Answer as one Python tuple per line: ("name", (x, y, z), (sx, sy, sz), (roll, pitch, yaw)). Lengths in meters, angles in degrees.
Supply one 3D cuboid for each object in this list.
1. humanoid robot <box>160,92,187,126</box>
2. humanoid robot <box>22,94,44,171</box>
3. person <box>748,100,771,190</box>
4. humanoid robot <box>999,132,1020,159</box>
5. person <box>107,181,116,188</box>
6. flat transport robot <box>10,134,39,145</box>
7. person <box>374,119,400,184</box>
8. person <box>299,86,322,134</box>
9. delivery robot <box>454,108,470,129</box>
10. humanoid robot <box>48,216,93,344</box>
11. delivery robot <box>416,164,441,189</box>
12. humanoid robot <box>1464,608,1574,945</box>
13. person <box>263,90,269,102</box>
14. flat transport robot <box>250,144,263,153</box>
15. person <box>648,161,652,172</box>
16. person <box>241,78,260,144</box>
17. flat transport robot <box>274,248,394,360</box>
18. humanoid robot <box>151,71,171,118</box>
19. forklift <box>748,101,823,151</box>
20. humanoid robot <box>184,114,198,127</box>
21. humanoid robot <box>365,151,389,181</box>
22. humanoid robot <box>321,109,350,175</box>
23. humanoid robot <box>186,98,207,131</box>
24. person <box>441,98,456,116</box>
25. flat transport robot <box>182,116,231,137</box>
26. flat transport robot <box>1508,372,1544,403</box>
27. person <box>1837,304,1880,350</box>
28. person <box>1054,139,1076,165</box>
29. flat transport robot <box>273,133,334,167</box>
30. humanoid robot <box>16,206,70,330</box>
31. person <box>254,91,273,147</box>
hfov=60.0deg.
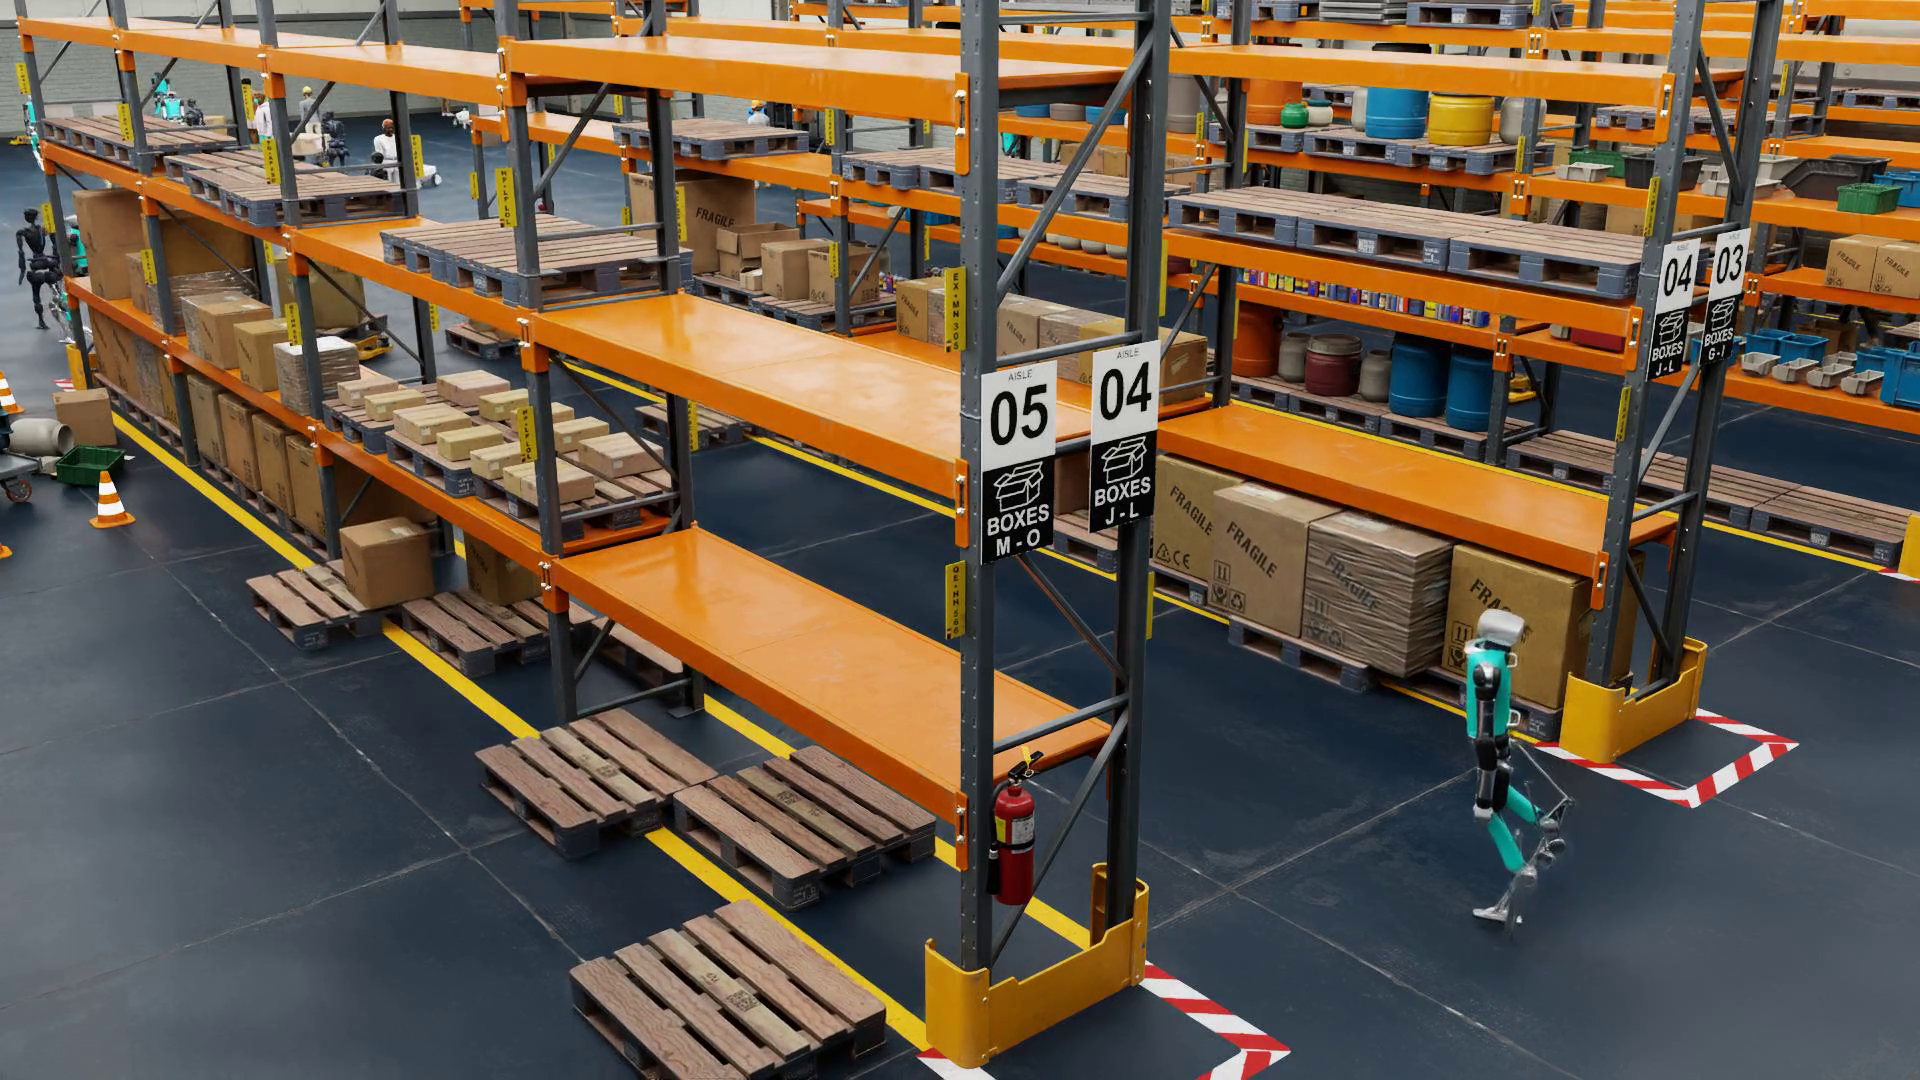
("humanoid robot", (-18.345, -9.555, 39.092), (0.543, 1.877, 0.789), (-16, 25, -38))
("humanoid robot", (-21.425, -9.421, 38.703), (0.543, 1.887, 0.786), (-11, 22, -28))
("person", (-4.295, -8.455, 35.563), (0.569, 1.889, 0.389), (-12, 22, -30))
("humanoid robot", (1.231, -7.505, 33.131), (0.932, 1.765, 0.543), (-16, 25, -38))
("person", (-15.892, -6.996, 31.466), (0.521, 1.844, 0.991), (3, 20, 8))
("flat transport robot", (-24.384, -10.640, 44.216), (1.431, 0.231, 0.659), (2, 19, 5))
("person", (-10.720, -6.988, 31.408), (0.566, 1.878, 0.353), (-14, 24, -35))
("person", (-15.838, -10.175, 40.641), (0.522, 1.765, 0.318), (-16, 25, -38))
("delivery robot", (-14.376, -12.244, 48.321), (0.499, 0.575, 0.750), (-12, 23, -31))
("humanoid robot", (-11.168, -3.190, 20.837), (1.028, 1.739, 0.537), (0, 19, 1))
("delivery robot", (-11.658, -7.908, 35.992), (0.499, 0.581, 0.767), (7, 21, 19))
("humanoid robot", (2.812, 1.260, 8.279), (0.733, 1.883, 0.555), (6, 20, 18))
("person", (-18.563, -11.586, 44.753), (0.321, 1.695, 0.536), (-7, 20, -18))
("flat transport robot", (-17.799, -9.833, 41.922), (1.431, 0.231, 0.659), (2, 19, 7))
("person", (-6.034, -7.597, 33.351), (0.471, 1.735, 0.326), (-2, 19, -6))
("person", (-18.014, -10.822, 42.368), (0.789, 1.843, 0.418), (8, 21, 22))
("flat transport robot", (-7.929, -2.434, 20.863), (1.431, 0.231, 0.659), (5, 20, 13))
("humanoid robot", (-22.224, -12.041, 46.022), (0.546, 1.768, 0.943), (3, 20, 9))
("forklift", (-4.526, -11.368, 42.374), (1.129, 2.768, 1.873), (-15, 24, -37))
("humanoid robot", (-16.043, -8.156, 35.100), (0.763, 1.632, 0.613), (-2, 19, -6))
("humanoid robot", (-9.862, -5.718, 28.098), (0.609, 1.652, 0.395), (9, 21, 25))
("humanoid robot", (-13.476, -8.451, 35.864), (0.615, 1.629, 0.393), (-18, 26, -41))
("humanoid robot", (-17.709, -9.472, 38.765), (0.475, 1.638, 0.600), (5, 20, 15))
("person", (-16.065, -14.174, 51.862), (0.505, 1.871, 0.388), (14, 24, 34))
("flat transport robot", (-18.928, -9.761, 41.716), (1.431, 0.231, 0.659), (-1, 19, -3))
("flat transport robot", (5.950, -1.838, 19.167), (0.659, 0.231, 1.431), (-14, 24, -34))
("person", (11.470, -3.277, 21.175), (0.538, 1.650, 0.855), (-14, 24, -35))
("person", (2.214, -7.919, 34.290), (0.541, 1.732, 0.425), (-11, 22, -29))
("flat transport robot", (-15.427, -8.761, 38.869), (0.659, 0.231, 1.431), (4, 20, 10))
("humanoid robot", (-12.167, -3.598, 22.085), (0.675, 1.637, 0.608), (10, 22, 26))
("person", (-15.606, -9.106, 37.372), (0.491, 1.917, 0.381), (16, 25, 38))
